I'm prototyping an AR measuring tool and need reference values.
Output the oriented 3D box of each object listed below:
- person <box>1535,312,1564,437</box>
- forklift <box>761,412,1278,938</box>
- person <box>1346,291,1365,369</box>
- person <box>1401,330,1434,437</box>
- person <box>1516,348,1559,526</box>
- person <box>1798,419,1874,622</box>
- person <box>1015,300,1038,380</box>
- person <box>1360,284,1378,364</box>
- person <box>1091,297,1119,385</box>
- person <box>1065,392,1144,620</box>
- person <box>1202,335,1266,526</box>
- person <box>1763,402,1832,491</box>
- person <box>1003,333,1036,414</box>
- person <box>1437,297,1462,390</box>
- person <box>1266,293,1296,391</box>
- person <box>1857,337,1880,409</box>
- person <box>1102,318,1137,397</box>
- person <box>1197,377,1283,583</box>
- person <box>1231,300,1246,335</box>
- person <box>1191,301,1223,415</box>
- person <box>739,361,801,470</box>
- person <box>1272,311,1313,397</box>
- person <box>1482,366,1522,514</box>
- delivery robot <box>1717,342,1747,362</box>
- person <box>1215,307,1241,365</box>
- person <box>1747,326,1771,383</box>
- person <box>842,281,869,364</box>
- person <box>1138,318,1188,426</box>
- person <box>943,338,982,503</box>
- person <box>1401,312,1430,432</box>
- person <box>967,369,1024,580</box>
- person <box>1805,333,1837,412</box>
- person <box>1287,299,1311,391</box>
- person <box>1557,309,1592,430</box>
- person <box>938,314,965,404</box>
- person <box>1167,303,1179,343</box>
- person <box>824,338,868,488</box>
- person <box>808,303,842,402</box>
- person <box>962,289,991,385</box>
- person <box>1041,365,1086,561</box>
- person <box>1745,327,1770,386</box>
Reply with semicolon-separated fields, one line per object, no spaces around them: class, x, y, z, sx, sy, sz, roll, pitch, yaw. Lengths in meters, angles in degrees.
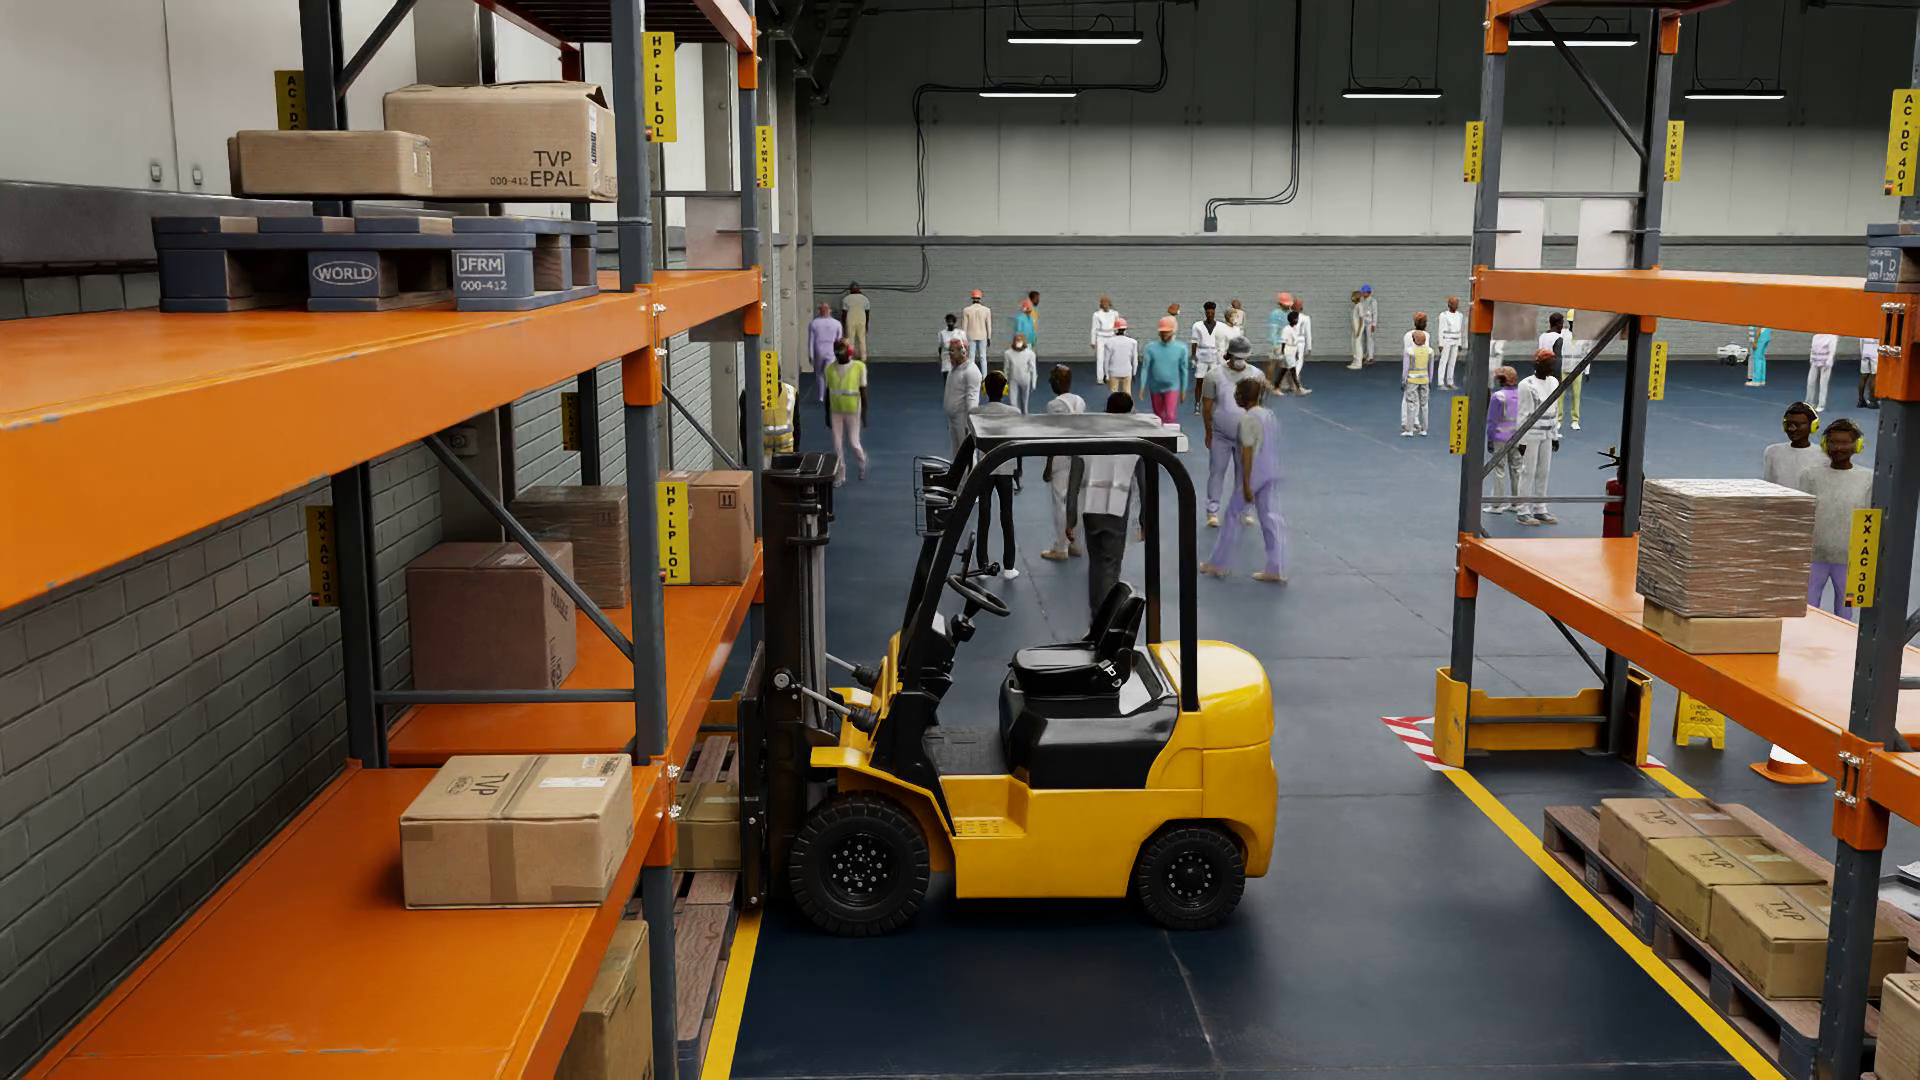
person;9.046;-2.527;25.511;0.397;1.911;0.588;-1;10;-6
forklift;0.291;0.548;7.580;2.313;2.155;1.214;0;10;-2
person;9.315;-4.928;39.061;0.328;1.842;0.516;-1;10;-4
person;7.021;-2.400;25.550;0.524;1.639;0.306;-2;10;-13
person;6.109;-1.086;17.573;0.579;1.879;0.372;-7;12;-33
person;5.648;0.150;10.723;0.562;1.866;0.325;7;13;36
person;1.424;-4.347;36.150;0.717;1.728;0.578;7;12;34
person;9.969;-5.293;40.814;0.407;1.942;0.615;-5;11;-27
person;3.060;-4.177;34.931;0.597;1.849;0.771;-3;11;-17
person;1.123;-0.170;12.481;0.615;1.866;0.891;3;11;17
person;2.898;-1.152;17.480;0.681;2.000;0.536;-1;10;-6
person;5.927;-0.056;11.851;0.532;1.868;0.310;9;14;41
person;0.928;-2.409;25.749;0.516;1.580;0.871;1;10;4
person;9.894;-3.961;33.562;0.585;1.882;0.337;-5;11;-27
person;6.416;-3.947;33.237;0.646;1.972;0.789;-8;13;-37
person;16.403;-3.314;29.834;0.374;1.928;0.543;-3;11;-16
person;2.589;-2.711;27.001;0.581;1.759;0.368;-1;10;-5
person;2.494;-0.533;14.694;0.908;1.806;0.538;8;13;39
person;6.493;-4.831;39.129;0.510;1.630;0.316;-5;12;-28
person;4.289;-3.133;28.730;0.601;1.963;0.367;0;10;0
person;-1.886;-0.899;16.634;0.624;1.841;0.430;-3;11;-17
person;6.407;-3.560;31.962;0.870;1.641;0.545;5;11;27
person;6.003;-1.094;18.308;0.518;1.633;0.313;-5;11;-26
delivery robot;18.727;-4.559;40.338;0.477;0.478;0.707;-4;11;-19
person;4.338;-2.781;26.837;0.372;1.940;0.630;8;13;36
person;16.912;-4.225;35.181;0.404;1.829;0.600;1;10;7
person;-2.569;-5.283;40.493;0.688;2.000;0.536;-4;11;-20
person;2.780;-2.059;22.791;0.634;1.941;1.029;3;11;17
person;0.005;-1.359;19.033;0.397;1.900;0.650;-4;11;-22
person;7.207;-2.650;26.260;0.577;1.882;0.349;-8;13;-39
person;0.310;-0.574;14.738;0.520;1.871;0.326;0;10;3
person;15.170;-3.069;29.305;0.368;1.634;0.535;-4;11;-20
person;6.682;-3.874;33.167;0.585;1.857;0.843;5;11;27
person;9.737;-2.716;26.503;0.594;1.925;0.369;2;10;13
person;-0.147;-3.389;30.997;0.533;1.659;0.831;2;10;9
person;4.714;-4.433;36.919;0.279;1.627;0.499;2;10;12
person;-1.382;-1.557;20.320;0.586;1.828;0.523;3;11;18
person;-2.483;-3.444;30.754;0.660;1.867;0.983;-1;10;-8
person;0.341;-4.225;34.724;0.622;1.992;0.395;-2;10;-9
person;0.974;-0.727;15.659;0.326;1.842;0.517;9;14;41
person;16.616;-4.107;34.519;0.523;1.834;0.339;-10;14;-44
